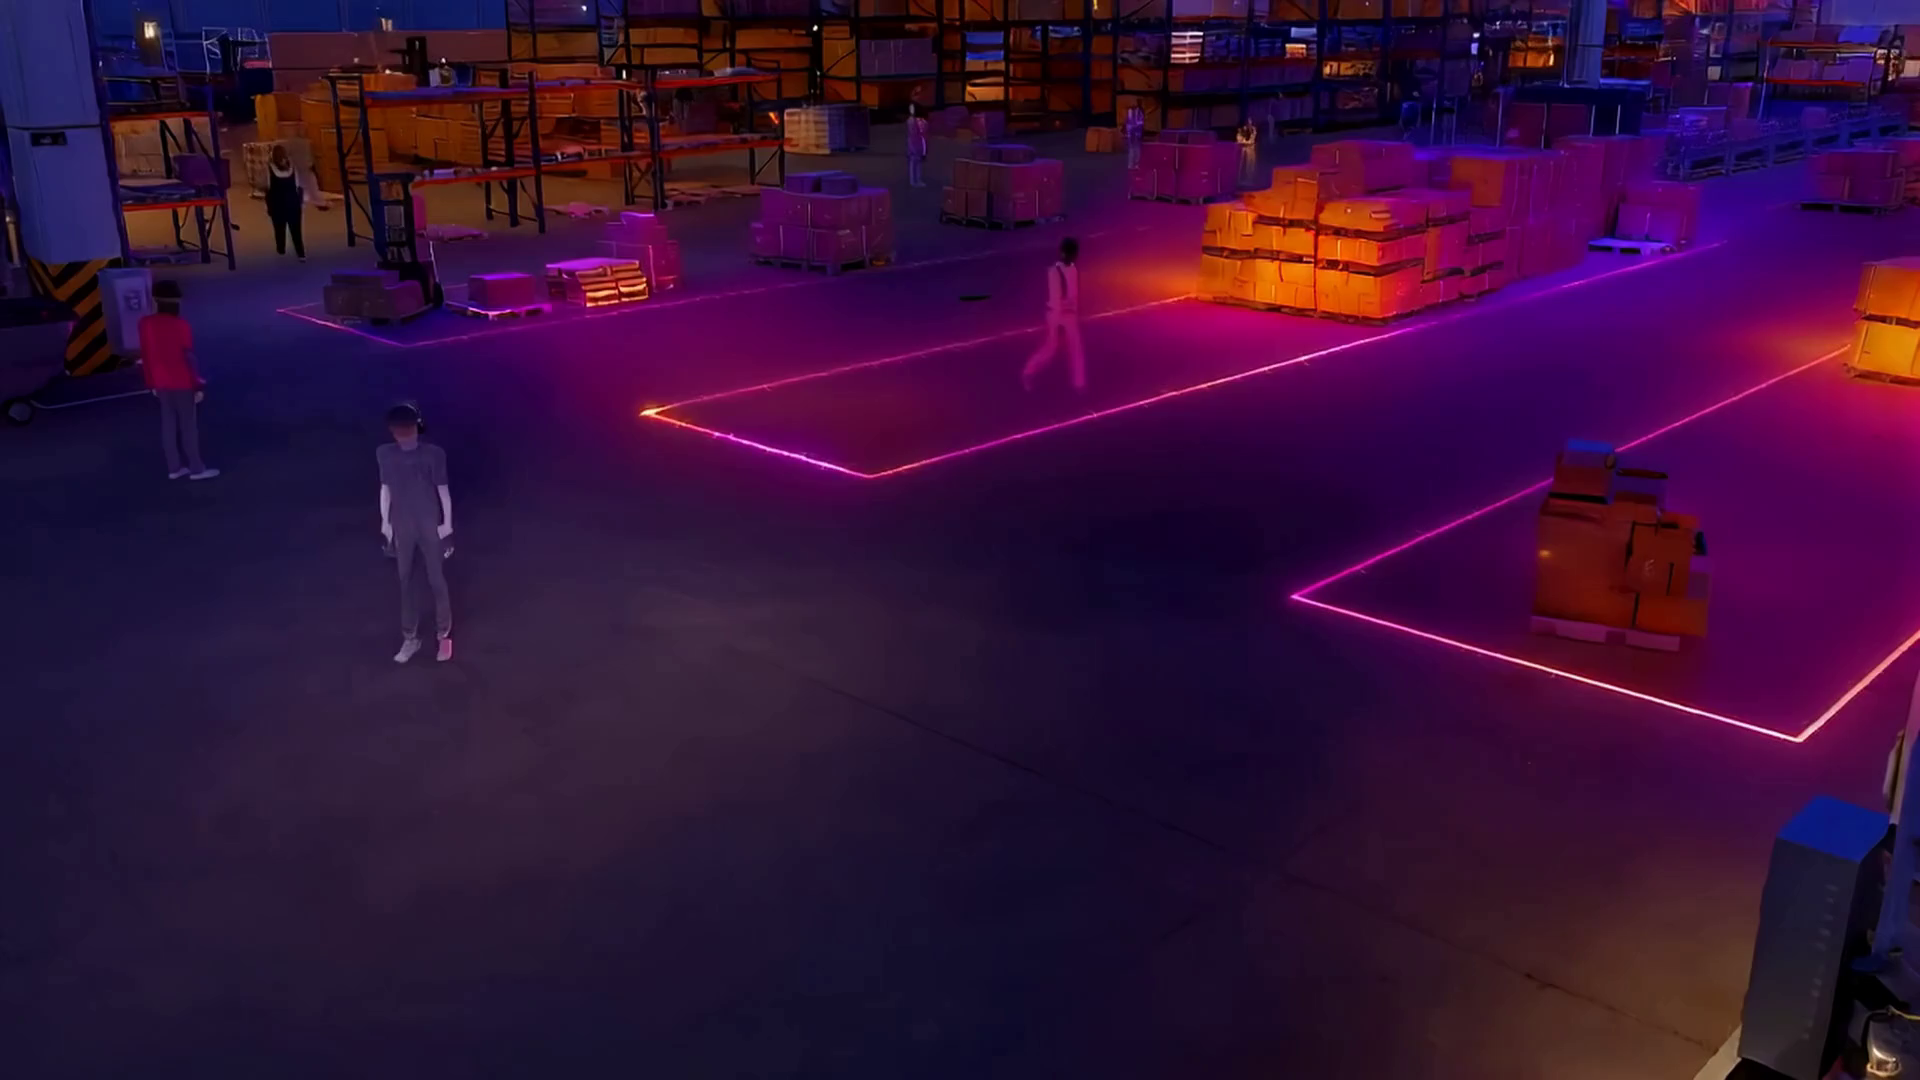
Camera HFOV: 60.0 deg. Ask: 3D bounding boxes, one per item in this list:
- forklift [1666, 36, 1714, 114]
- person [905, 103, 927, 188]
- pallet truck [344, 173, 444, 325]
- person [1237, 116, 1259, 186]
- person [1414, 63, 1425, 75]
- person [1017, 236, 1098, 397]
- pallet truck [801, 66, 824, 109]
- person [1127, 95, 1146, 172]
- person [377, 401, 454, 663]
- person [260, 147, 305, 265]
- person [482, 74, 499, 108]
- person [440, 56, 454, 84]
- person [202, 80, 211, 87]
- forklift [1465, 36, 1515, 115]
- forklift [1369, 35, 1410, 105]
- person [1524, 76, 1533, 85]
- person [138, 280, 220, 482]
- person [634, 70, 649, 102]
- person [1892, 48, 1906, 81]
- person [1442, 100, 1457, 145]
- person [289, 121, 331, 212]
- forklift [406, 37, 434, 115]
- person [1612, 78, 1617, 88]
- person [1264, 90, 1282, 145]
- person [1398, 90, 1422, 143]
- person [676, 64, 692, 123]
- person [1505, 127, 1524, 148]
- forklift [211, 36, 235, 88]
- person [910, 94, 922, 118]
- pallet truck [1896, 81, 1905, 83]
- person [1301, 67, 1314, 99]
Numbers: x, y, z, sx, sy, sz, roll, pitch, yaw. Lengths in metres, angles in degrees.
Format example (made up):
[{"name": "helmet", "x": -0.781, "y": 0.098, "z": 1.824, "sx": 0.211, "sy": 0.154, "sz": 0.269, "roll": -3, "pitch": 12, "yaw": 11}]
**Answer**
[{"name": "forklift", "x": 27.341, "y": -17.291, "z": 61.877, "sx": 1.129, "sy": 2.768, "sz": 1.873, "roll": 17, "pitch": 25, "yaw": 41}, {"name": "person", "x": -1.039, "y": -9.349, "z": 39.396, "sx": 0.608, "sy": 1.960, "sz": 0.371, "roll": 15, "pitch": 23, "yaw": 38}, {"name": "pallet truck", "x": -8.209, "y": -4.181, "z": 23.757, "sx": 0.823, "sy": 1.965, "sz": 1.885, "roll": 3, "pitch": 19, "yaw": 9}, {"name": "person", "x": 6.848, "y": -9.253, "z": 39.598, "sx": 0.514, "sy": 1.639, "sz": 0.310, "roll": 0, "pitch": 18, "yaw": 0}, {"name": "person", "x": 18.087, "y": -17.917, "z": 65.538, "sx": 0.521, "sy": 1.742, "sz": 0.763, "roll": 12, "pitch": 22, "yaw": 32}, {"name": "person", "x": 1.118, "y": -2.583, "z": 19.194, "sx": 0.944, "sy": 1.849, "sz": 0.583, "roll": 11, "pitch": 21, "yaw": 30}, {"name": "pallet truck", "x": -4.812, "y": -15.182, "z": 56.903, "sx": 0.823, "sy": 1.965, "sz": 1.885, "roll": -9, "pitch": 21, "yaw": -26}, {"name": "person", "x": 4.547, "y": -10.451, "z": 42.767, "sx": 0.540, "sy": 1.929, "sz": 0.388, "roll": -8, "pitch": 20, "yaw": -24}, {"name": "person", "x": -3.769, "y": -0.050, "z": 11.523, "sx": 0.512, "sy": 1.864, "sz": 0.325, "roll": 0, "pitch": 18, "yaw": -1}, {"name": "person", "x": -11.591, "y": -5.775, "z": 28.493, "sx": 0.680, "sy": 2.000, "sz": 1.046, "roll": -9, "pitch": 20, "yaw": -25}, {"name": "person", "x": -15.469, "y": -14.444, "z": 54.962, "sx": 0.759, "sy": 1.822, "sz": 0.624, "roll": 12, "pitch": 22, "yaw": 32}, {"name": "person", "x": -20.951, "y": -18.811, "z": 67.969, "sx": 0.540, "sy": 1.916, "sz": 0.498, "roll": -10, "pitch": 21, "yaw": -28}, {"name": "person", "x": -22.398, "y": -12.754, "z": 49.725, "sx": 0.634, "sy": 1.915, "sz": 0.787, "roll": -12, "pitch": 22, "yaw": -33}, {"name": "forklift", "x": 19.973, "y": -17.201, "z": 61.605, "sx": 1.873, "sy": 2.768, "sz": 1.129, "roll": 16, "pitch": 24, "yaw": 40}, {"name": "forklift", "x": 16.701, "y": -17.738, "z": 63.225, "sx": 1.873, "sy": 2.768, "sz": 1.129, "roll": -1, "pitch": 18, "yaw": -2}, {"name": "person", "x": 20.016, "y": -15.553, "z": 58.667, "sx": 0.504, "sy": 1.581, "sz": 0.899, "roll": -13, "pitch": 22, "yaw": -34}, {"name": "person", "x": -7.466, "y": -1.510, "z": 15.830, "sx": 0.587, "sy": 1.922, "sz": 0.383, "roll": 7, "pitch": 19, "yaw": 19}, {"name": "person", "x": -10.750, "y": -14.878, "z": 56.125, "sx": 0.596, "sy": 1.914, "sz": 0.378, "roll": -16, "pitch": 24, "yaw": -40}, {"name": "person", "x": 43.626, "y": -21.838, "z": 77.115, "sx": 0.632, "sy": 1.904, "sz": 0.862, "roll": -10, "pitch": 21, "yaw": -28}, {"name": "person", "x": 12.659, "y": -10.478, "z": 43.091, "sx": 0.315, "sy": 1.770, "sz": 0.524, "roll": -3, "pitch": 19, "yaw": -8}, {"name": "person", "x": -13.884, "y": -7.861, "z": 35.037, "sx": 1.047, "sy": 1.895, "sz": 0.642, "roll": 5, "pitch": 19, "yaw": 14}, {"name": "forklift", "x": -19.821, "y": -17.027, "z": 61.080, "sx": 1.129, "sy": 2.768, "sz": 1.873, "roll": 17, "pitch": 25, "yaw": 41}, {"name": "person", "x": 22.271, "y": -14.961, "z": 56.840, "sx": 0.512, "sy": 1.614, "sz": 0.586, "roll": -11, "pitch": 21, "yaw": -29}, {"name": "person", "x": 9.464, "y": -12.698, "z": 50.012, "sx": 0.741, "sy": 1.606, "sz": 0.539, "roll": -16, "pitch": 24, "yaw": -40}, {"name": "person", "x": 12.430, "y": -11.459, "z": 45.872, "sx": 0.581, "sy": 1.879, "sz": 0.911, "roll": 9, "pitch": 20, "yaw": 25}, {"name": "person", "x": -9.678, "y": -15.623, "z": 58.235, "sx": 0.619, "sy": 1.992, "sz": 0.396, "roll": -15, "pitch": 24, "yaw": -39}, {"name": "person", "x": 11.052, "y": -7.280, "z": 33.239, "sx": 0.848, "sy": 1.911, "sz": 0.555, "roll": -8, "pitch": 20, "yaw": -23}, {"name": "forklift", "x": -27.078, "y": -17.187, "z": 61.563, "sx": 1.873, "sy": 2.768, "sz": 1.129, "roll": -7, "pitch": 20, "yaw": -20}, {"name": "person", "x": -1.244, "y": -11.812, "z": 47.248, "sx": 0.334, "sy": 1.686, "sz": 0.532, "roll": 7, "pitch": 20, "yaw": 21}, {"name": "pallet truck", "x": 34.802, "y": -16.331, "z": 61.455, "sx": 0.653, "sy": 1.274, "sz": 1.630, "roll": 17, "pitch": 25, "yaw": 41}, {"name": "person", "x": 13.382, "y": -17.370, "z": 64.000, "sx": 0.540, "sy": 1.676, "sz": 0.716, "roll": 3, "pitch": 19, "yaw": 9}]
